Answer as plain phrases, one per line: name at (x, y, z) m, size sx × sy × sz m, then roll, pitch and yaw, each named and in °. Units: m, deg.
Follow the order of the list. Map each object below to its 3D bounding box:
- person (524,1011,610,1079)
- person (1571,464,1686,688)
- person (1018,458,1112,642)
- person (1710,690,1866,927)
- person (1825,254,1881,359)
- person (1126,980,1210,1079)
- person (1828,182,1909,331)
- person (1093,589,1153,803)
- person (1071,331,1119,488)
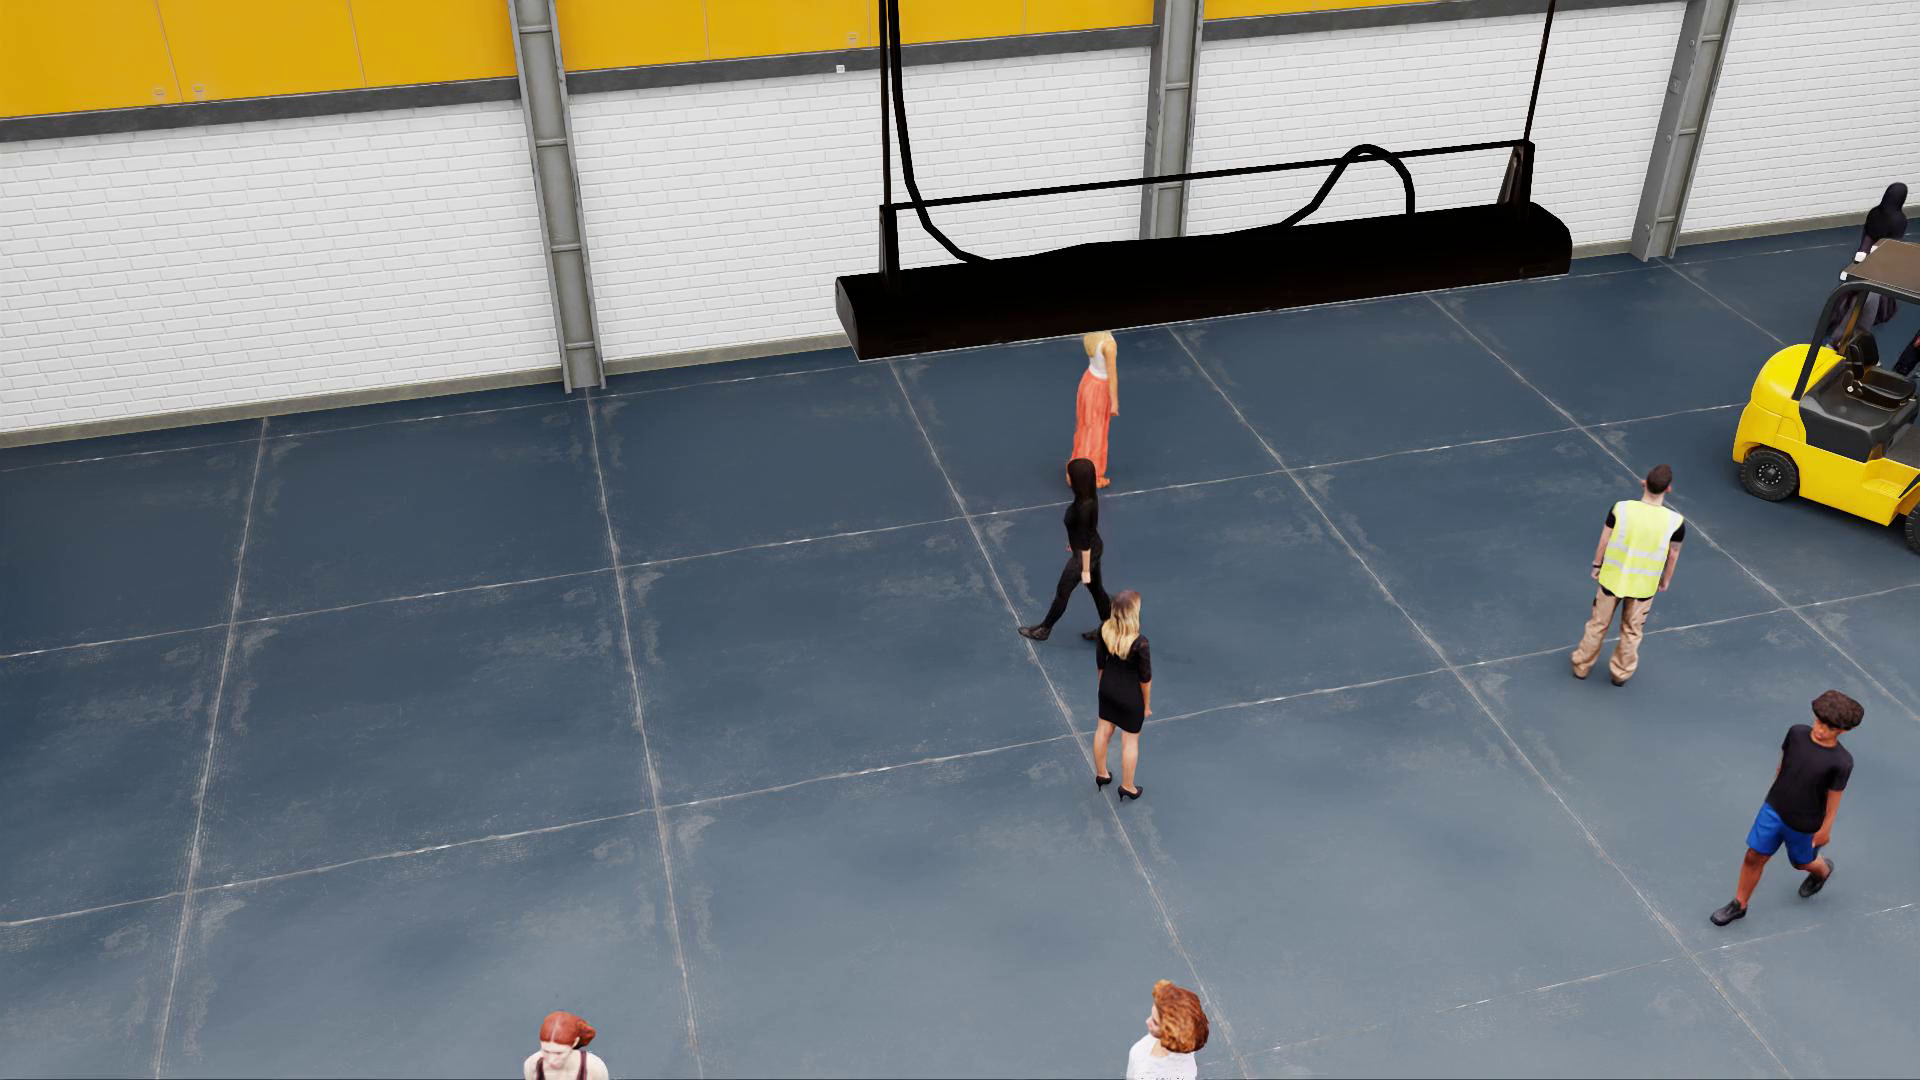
person at (-1.851, 2.894, 8.132) m, size 1.022 × 1.768 × 0.866 m, roll 3°, pitch 34°, yaw 4°
person at (4.836, 0.267, 12.017) m, size 0.835 × 1.841 × 0.912 m, roll 11°, pitch 35°, yaw 17°
person at (1.015, 0.131, 12.432) m, size 1.061 × 1.609 × 0.879 m, roll 6°, pitch 34°, yaw 9°
person at (5.127, 1.614, 10.055) m, size 1.159 × 1.770 × 0.750 m, roll -15°, pitch 37°, yaw -22°
person at (8.134, -1.780, 15.166) m, size 0.814 × 1.765 × 0.721 m, roll 26°, pitch 42°, yaw 33°
person at (1.092, 2.857, 8.254) m, size 0.834 × 1.693 × 0.765 m, roll 1°, pitch 34°, yaw 2°
person at (9.260, -2.865, 16.941) m, size 1.130 × 1.606 × 0.750 m, roll -14°, pitch 36°, yaw -20°
person at (1.068, 1.029, 11.019) m, size 0.613 × 1.676 × 0.634 m, roll 25°, pitch 41°, yaw 33°
person at (1.167, -1.259, 14.350) m, size 0.579 × 1.800 × 0.653 m, roll -9°, pitch 35°, yaw -13°
